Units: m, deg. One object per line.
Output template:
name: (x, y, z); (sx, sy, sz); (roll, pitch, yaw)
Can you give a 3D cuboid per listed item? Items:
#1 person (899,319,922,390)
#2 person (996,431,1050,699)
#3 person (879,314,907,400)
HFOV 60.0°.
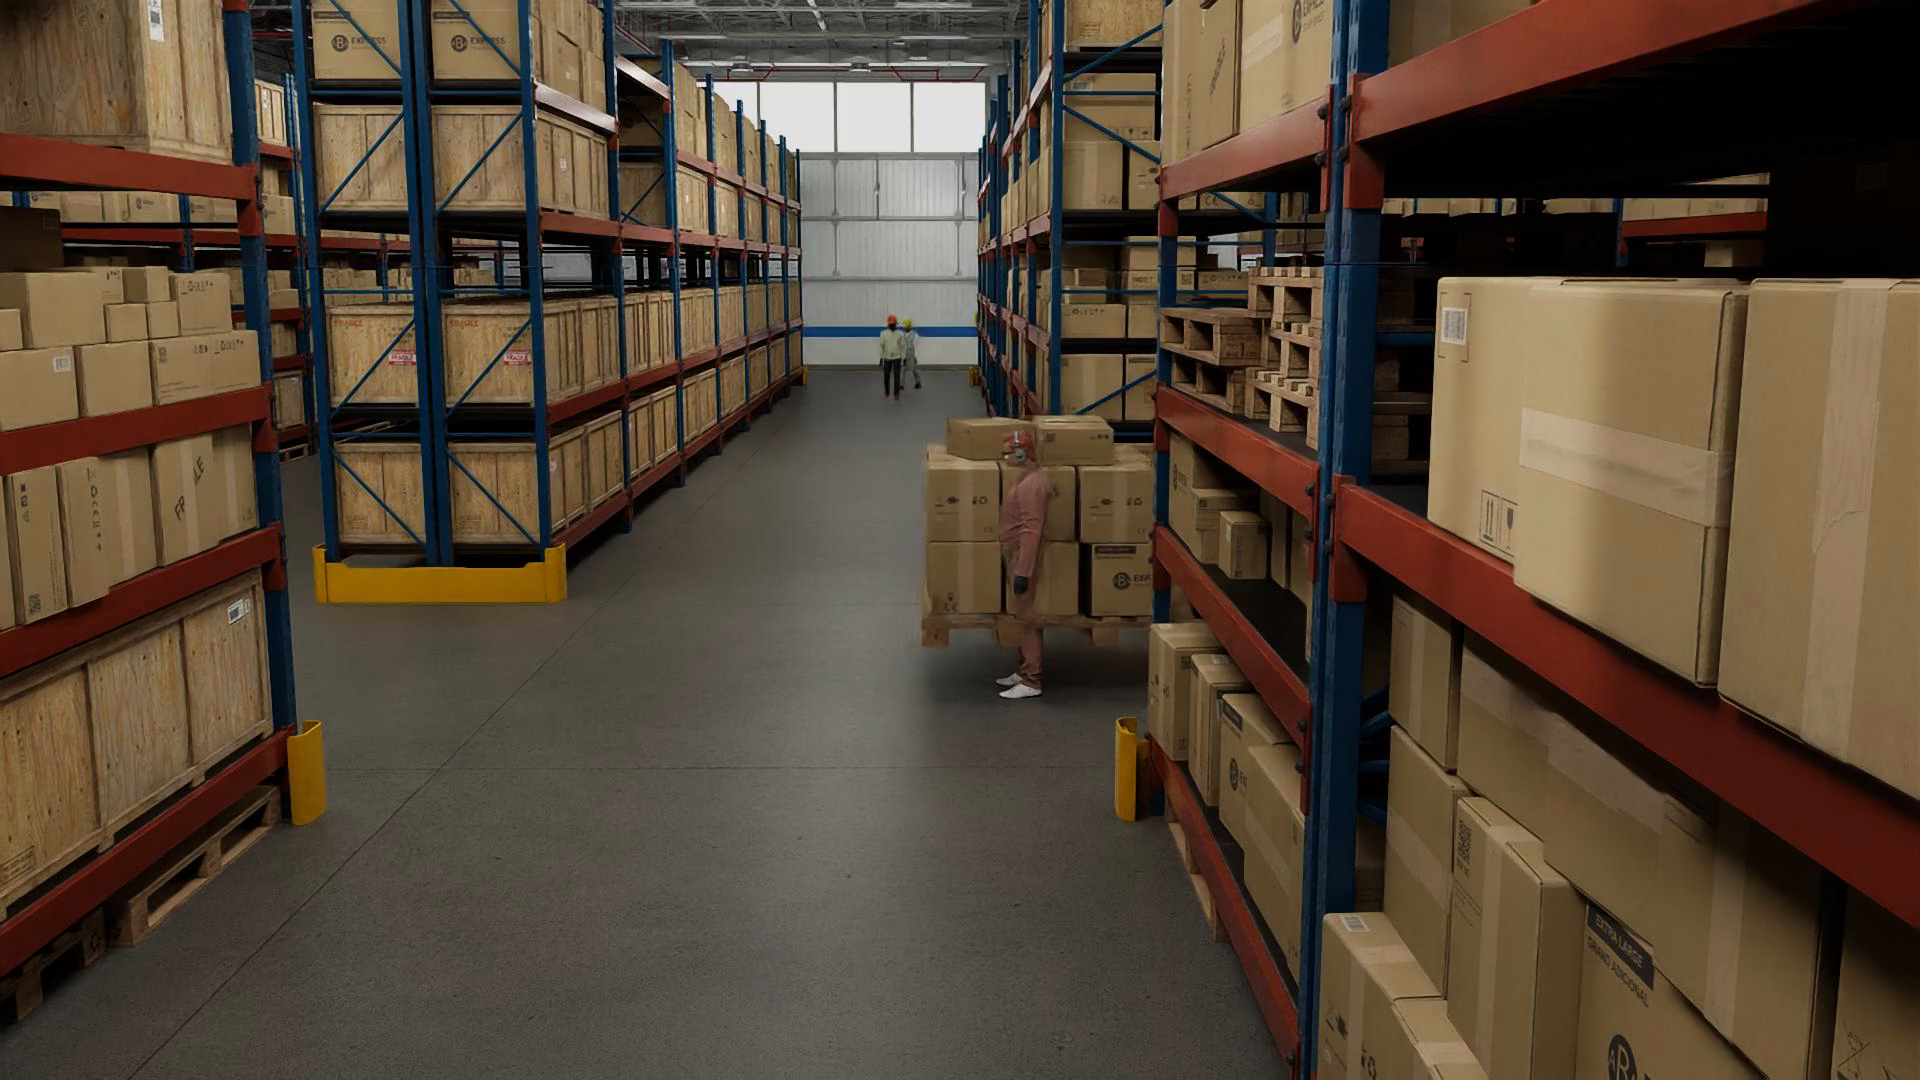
person: (-1.265, -4.671, 41.818); (0.602, 1.797, 0.889); (6, 11, 32)
person: (0.429, 0.170, 11.813); (0.407, 1.902, 0.639); (0, 9, 1)
person: (-1.550, -4.241, 38.612); (0.642, 1.977, 0.449); (-1, 9, -3)
